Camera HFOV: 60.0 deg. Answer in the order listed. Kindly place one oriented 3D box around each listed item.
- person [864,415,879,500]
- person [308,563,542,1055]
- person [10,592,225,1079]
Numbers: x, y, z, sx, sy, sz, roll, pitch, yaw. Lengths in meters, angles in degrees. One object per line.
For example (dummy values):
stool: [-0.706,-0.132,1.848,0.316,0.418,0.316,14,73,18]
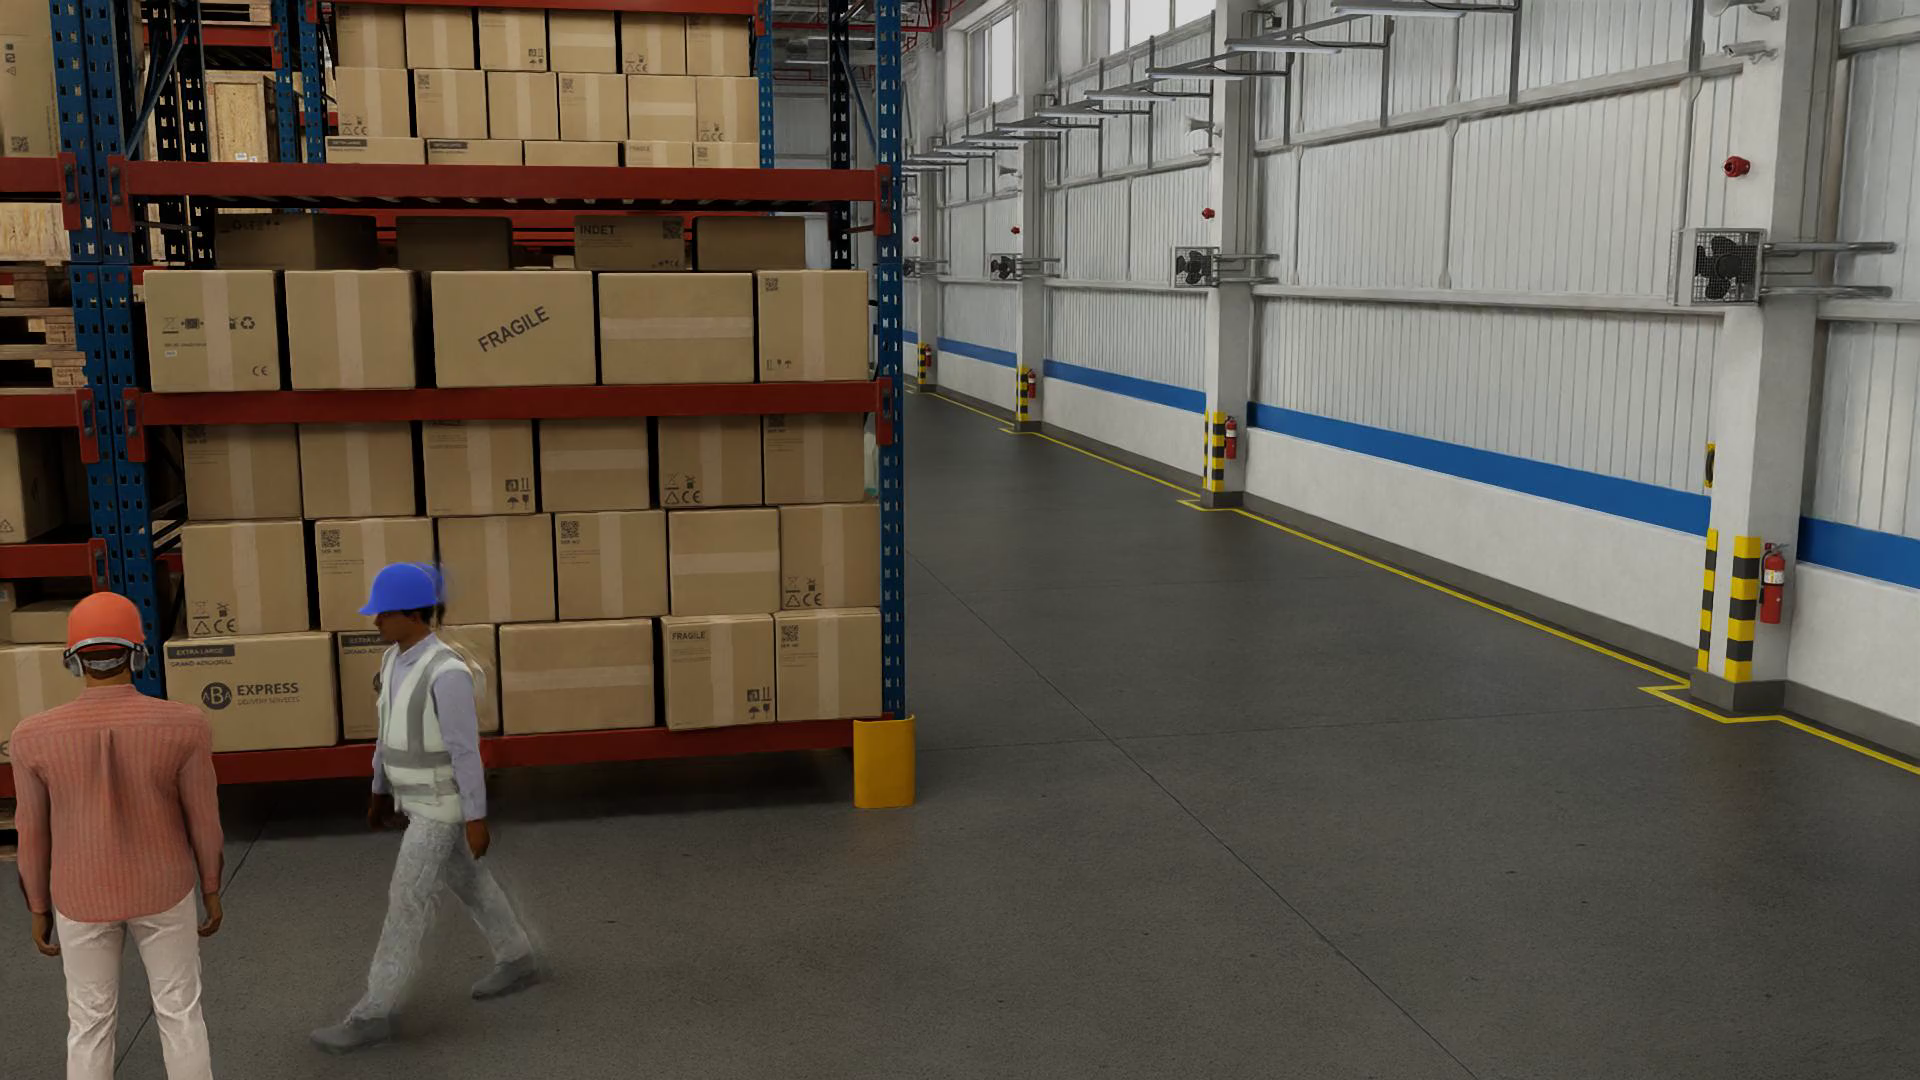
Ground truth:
person: [-1.024,-0.514,16.356,0.534,1.749,0.645,-3,10,-16]
person: [-2.121,1.014,6.632,0.996,1.898,0.650,-7,12,-38]
person: [-2.754,1.156,5.499,0.611,1.985,0.414,-3,10,-20]
